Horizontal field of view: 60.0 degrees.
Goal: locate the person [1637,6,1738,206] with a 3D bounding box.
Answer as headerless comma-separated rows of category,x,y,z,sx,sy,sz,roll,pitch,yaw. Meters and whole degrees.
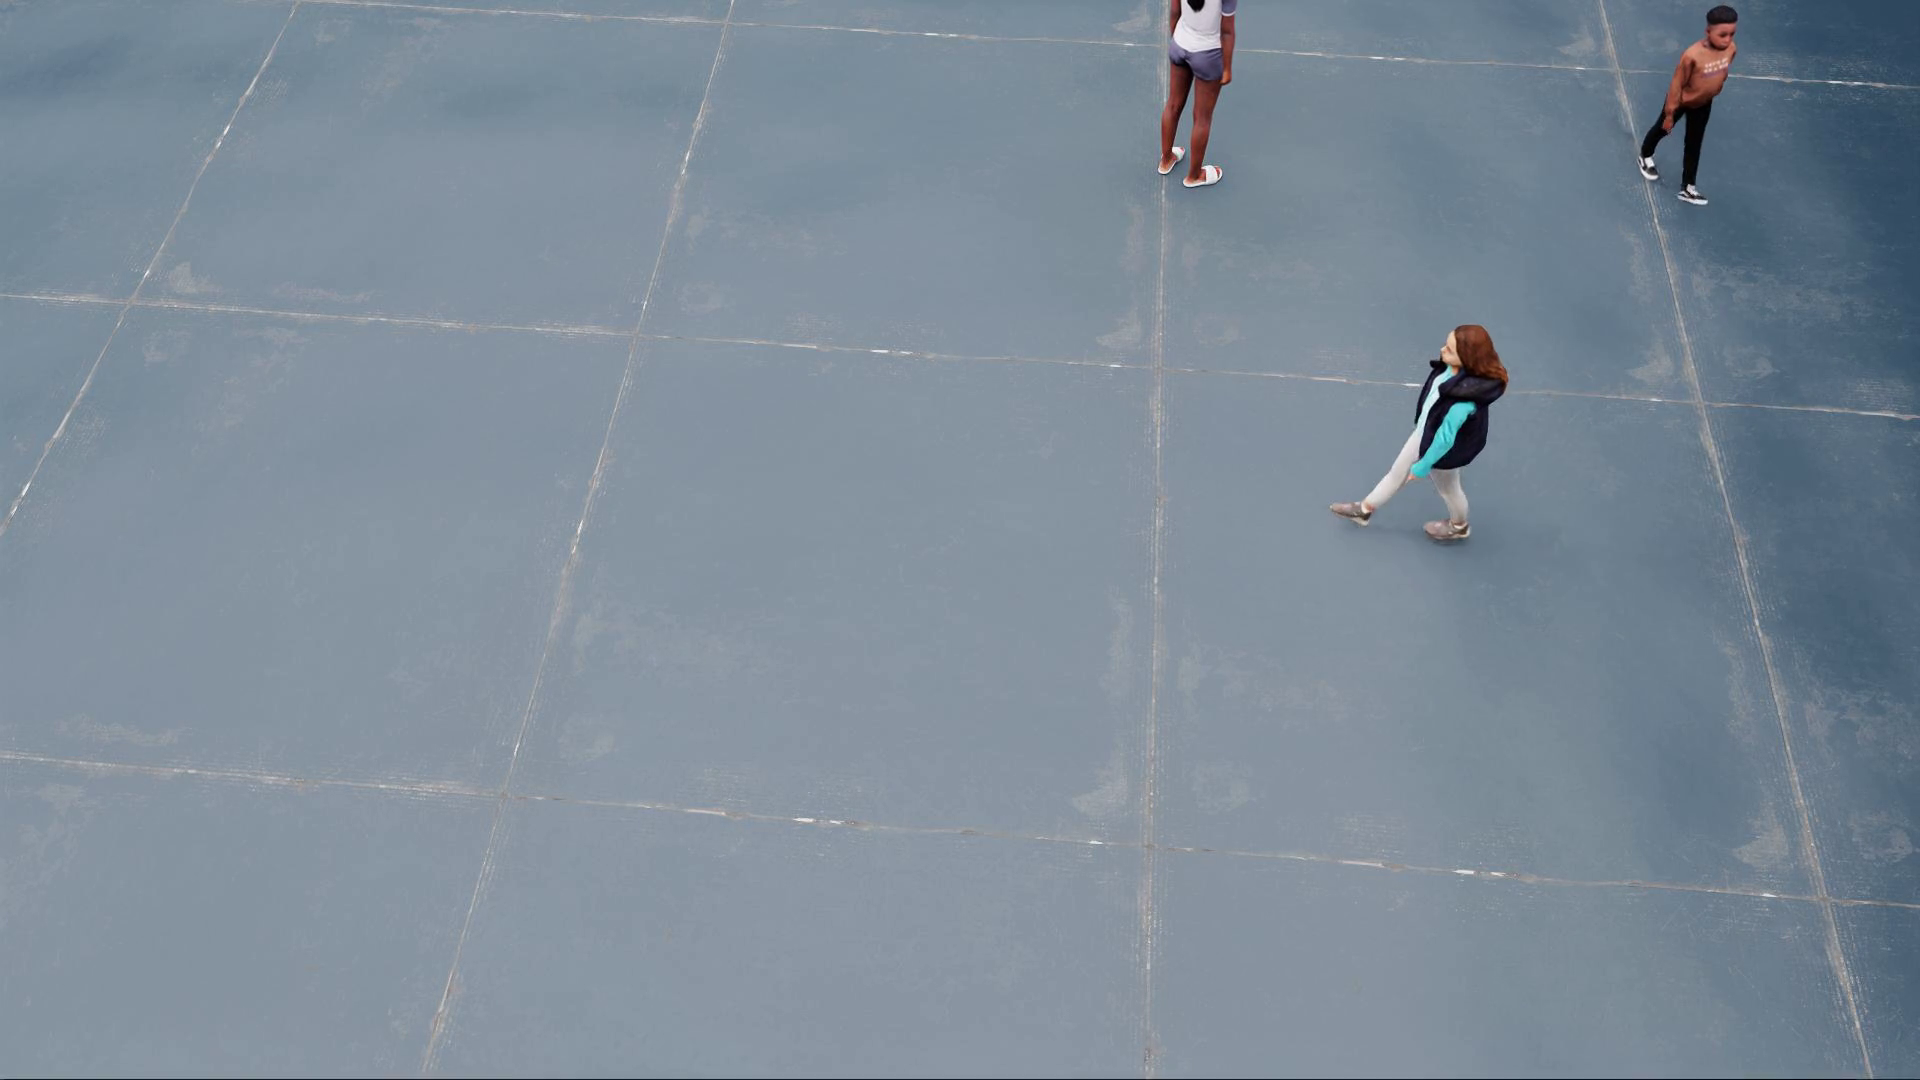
person,4.315,-2.661,9.917,0.835,1.230,0.743,-10,53,-8

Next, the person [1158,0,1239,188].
person,1.390,-2.839,9.744,0.691,1.721,0.767,38,61,25

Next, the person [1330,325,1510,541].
person,2.409,-0.469,8.075,0.945,1.458,0.585,3,52,2
